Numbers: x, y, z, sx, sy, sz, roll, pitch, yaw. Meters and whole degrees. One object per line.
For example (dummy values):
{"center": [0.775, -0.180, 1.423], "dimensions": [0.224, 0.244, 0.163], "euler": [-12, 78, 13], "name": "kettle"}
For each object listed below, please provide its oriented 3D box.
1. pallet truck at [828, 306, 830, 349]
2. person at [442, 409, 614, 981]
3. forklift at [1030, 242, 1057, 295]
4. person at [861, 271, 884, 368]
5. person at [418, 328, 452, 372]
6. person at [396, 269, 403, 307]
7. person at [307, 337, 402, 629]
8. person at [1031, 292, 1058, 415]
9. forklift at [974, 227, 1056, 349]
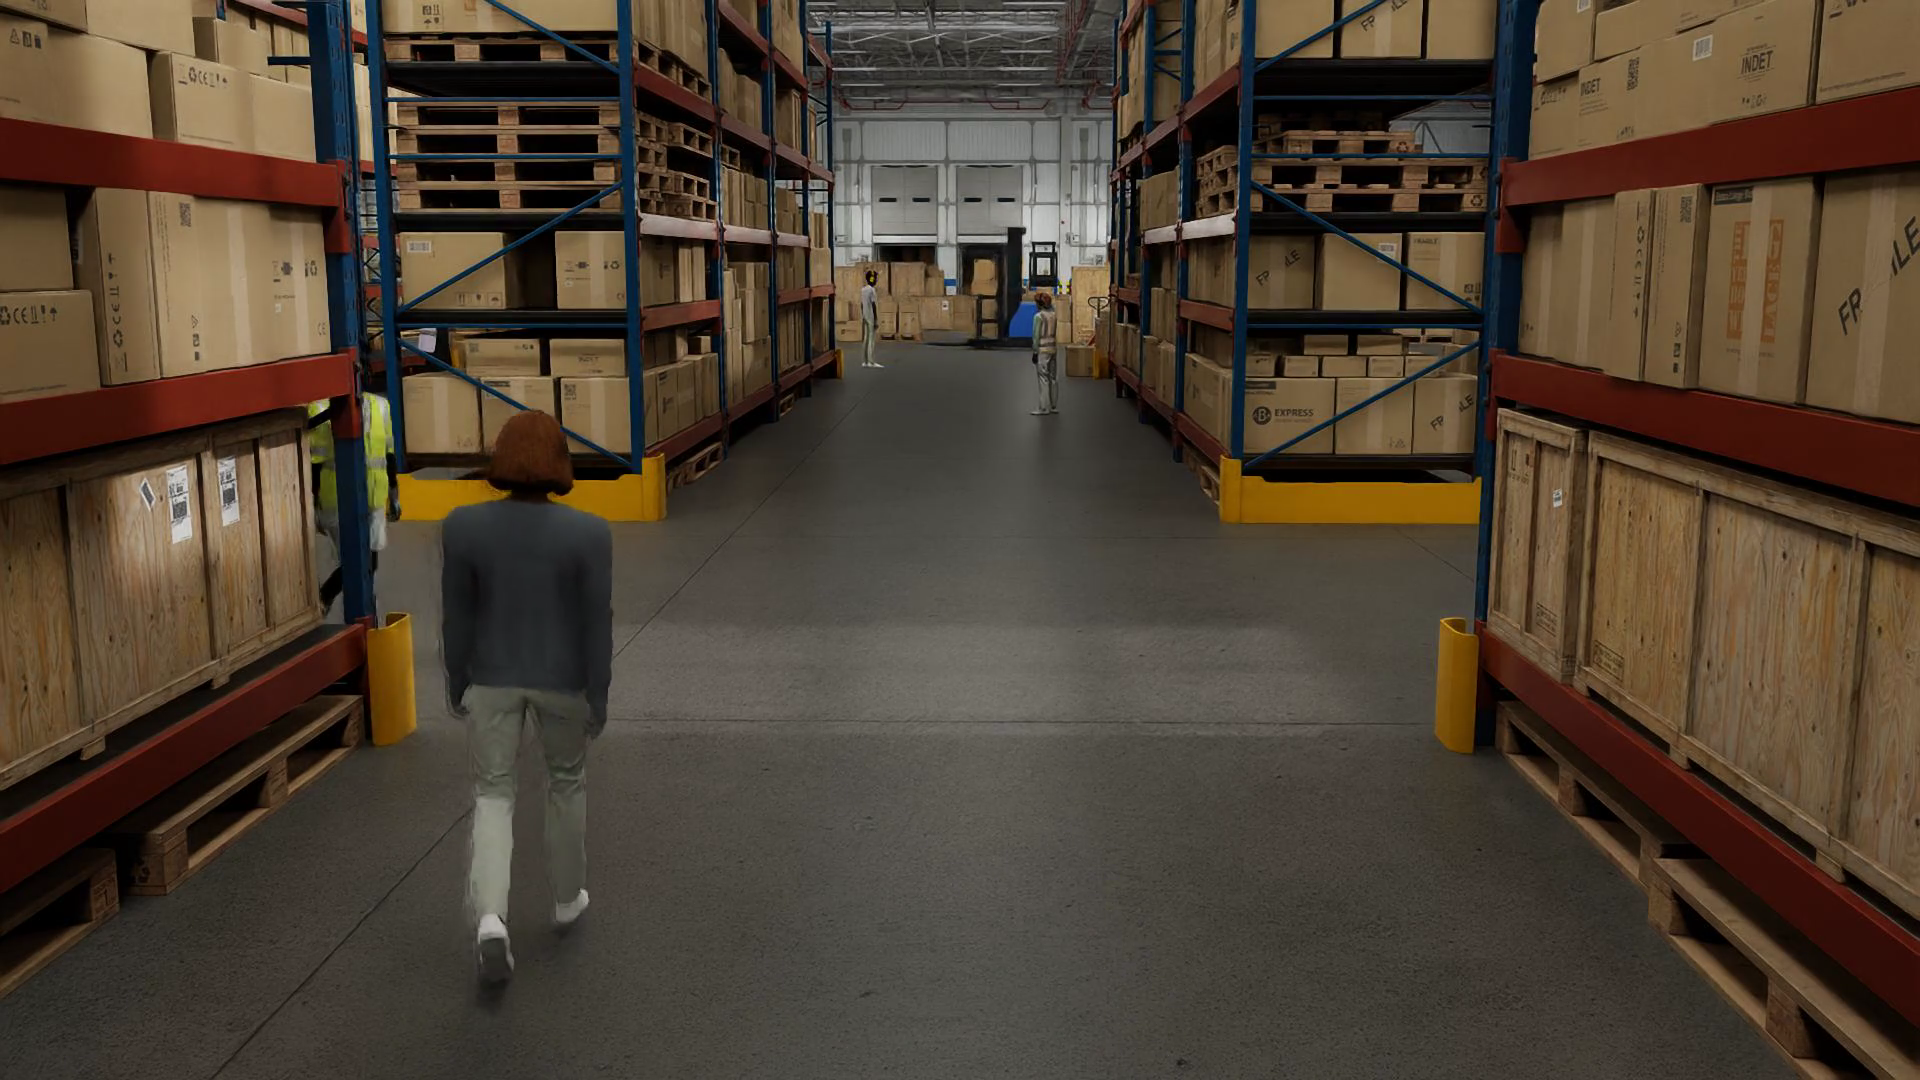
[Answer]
{"center": [-3.100, -3.940, 29.800], "dimensions": [1.885, 1.965, 0.823], "euler": [3, 10, 19], "name": "pallet truck"}
{"center": [-1.252, 0.430, 4.804], "dimensions": [0.506, 1.612, 0.745], "euler": [-1, 10, -6], "name": "person"}
{"center": [3.230, -10.146, 64.339], "dimensions": [1.129, 2.768, 1.873], "euler": [0, 9, 1], "name": "forklift"}
{"center": [-1.709, -4.233, 31.962], "dimensions": [0.329, 1.865, 0.509], "euler": [-6, 11, -32], "name": "person"}
{"center": [-6.167, -2.200, 19.608], "dimensions": [0.391, 1.922, 0.593], "euler": [-7, 12, -37], "name": "person"}
{"center": [-18.974, -8.275, 56.357], "dimensions": [0.737, 1.803, 0.659], "euler": [3, 10, 18], "name": "person"}
{"center": [-3.139, -0.213, 8.477], "dimensions": [0.761, 1.672, 0.531], "euler": [5, 11, 26], "name": "person"}
{"center": [1.130, -2.474, 22.136], "dimensions": [0.317, 1.630, 0.512], "euler": [6, 11, 32], "name": "person"}
{"center": [1.283, -5.845, 38.571], "dimensions": [1.873, 2.768, 1.129], "euler": [1, 9, 3], "name": "forklift"}
